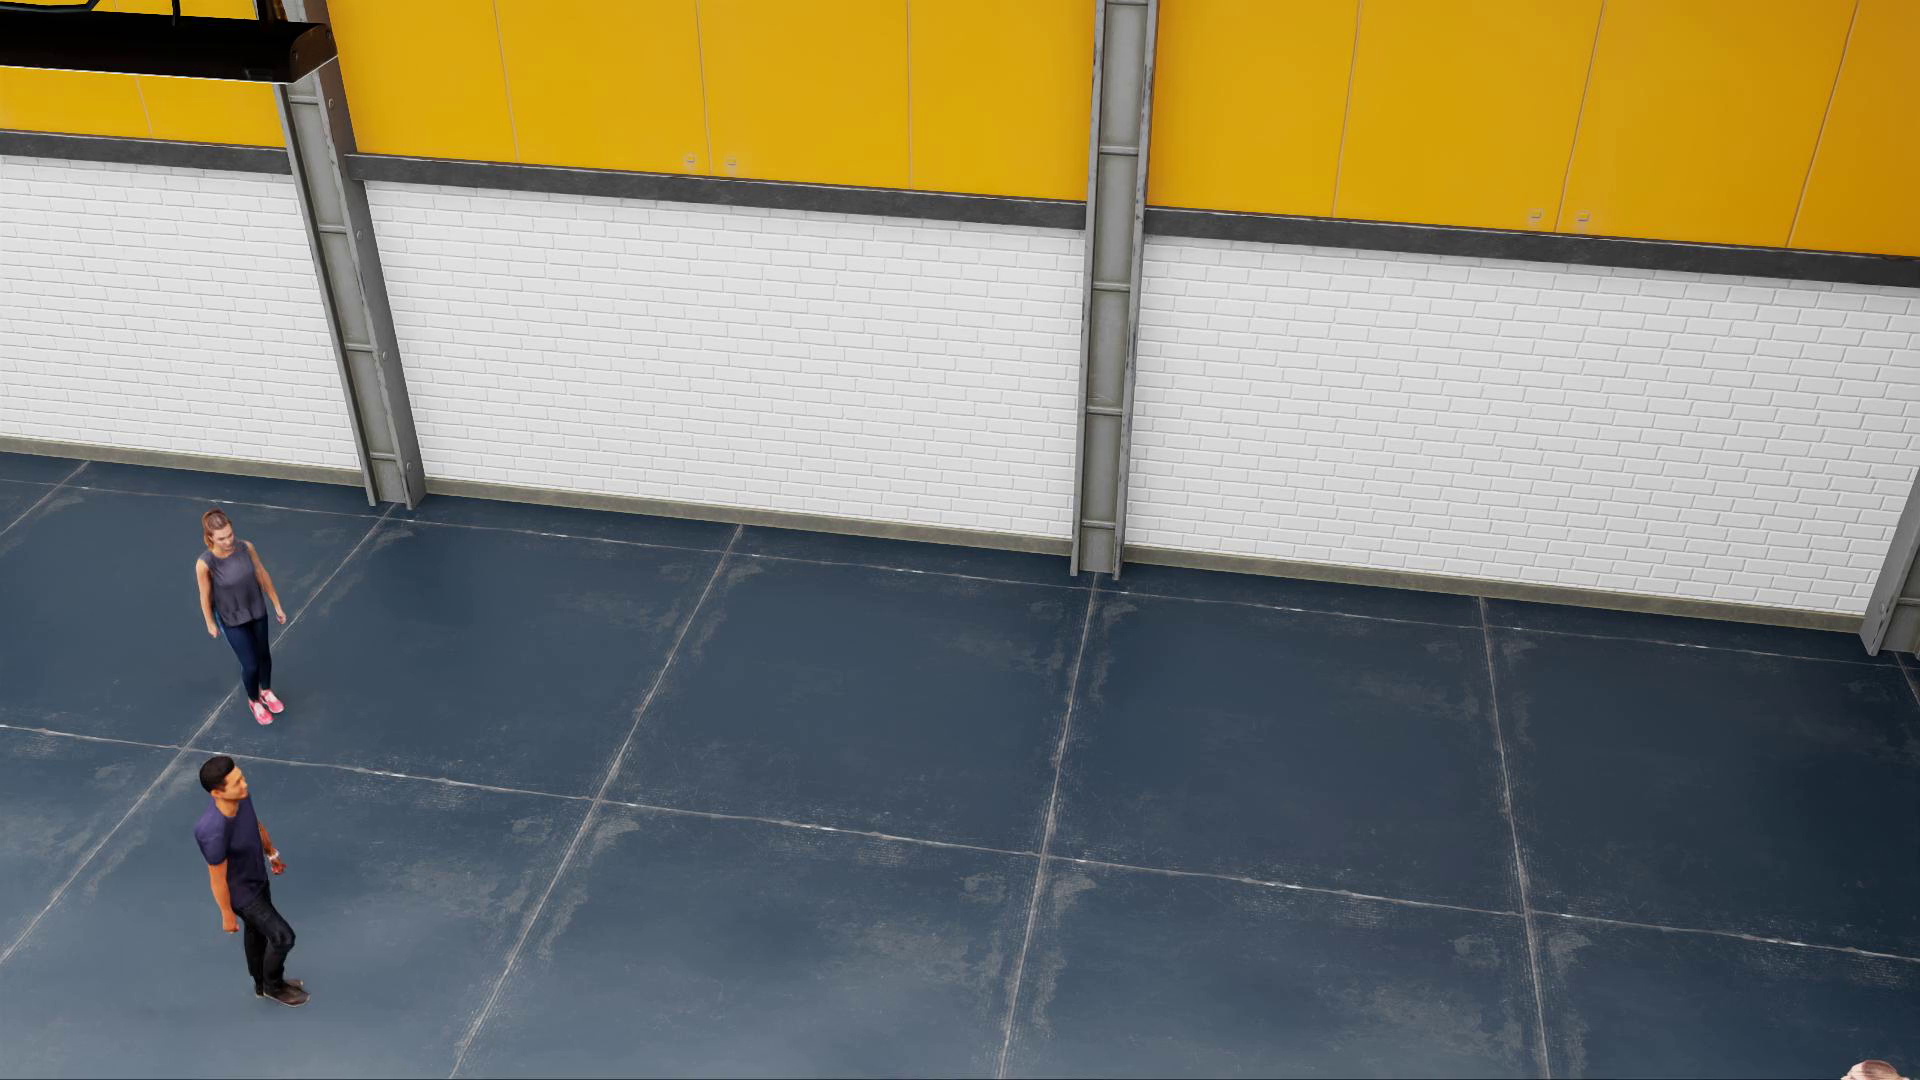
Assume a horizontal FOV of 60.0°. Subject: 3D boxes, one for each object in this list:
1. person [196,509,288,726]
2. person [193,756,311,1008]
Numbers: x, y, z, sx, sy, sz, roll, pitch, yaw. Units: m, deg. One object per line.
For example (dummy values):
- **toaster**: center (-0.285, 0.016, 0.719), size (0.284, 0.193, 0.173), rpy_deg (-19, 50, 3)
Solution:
- **person**: center (-4.963, 0.486, 11.426), size (0.773, 1.708, 0.730), rpy_deg (24, 40, 31)
- **person**: center (-4.039, 1.915, 9.211), size (0.688, 1.781, 0.735), rpy_deg (-2, 34, -3)
